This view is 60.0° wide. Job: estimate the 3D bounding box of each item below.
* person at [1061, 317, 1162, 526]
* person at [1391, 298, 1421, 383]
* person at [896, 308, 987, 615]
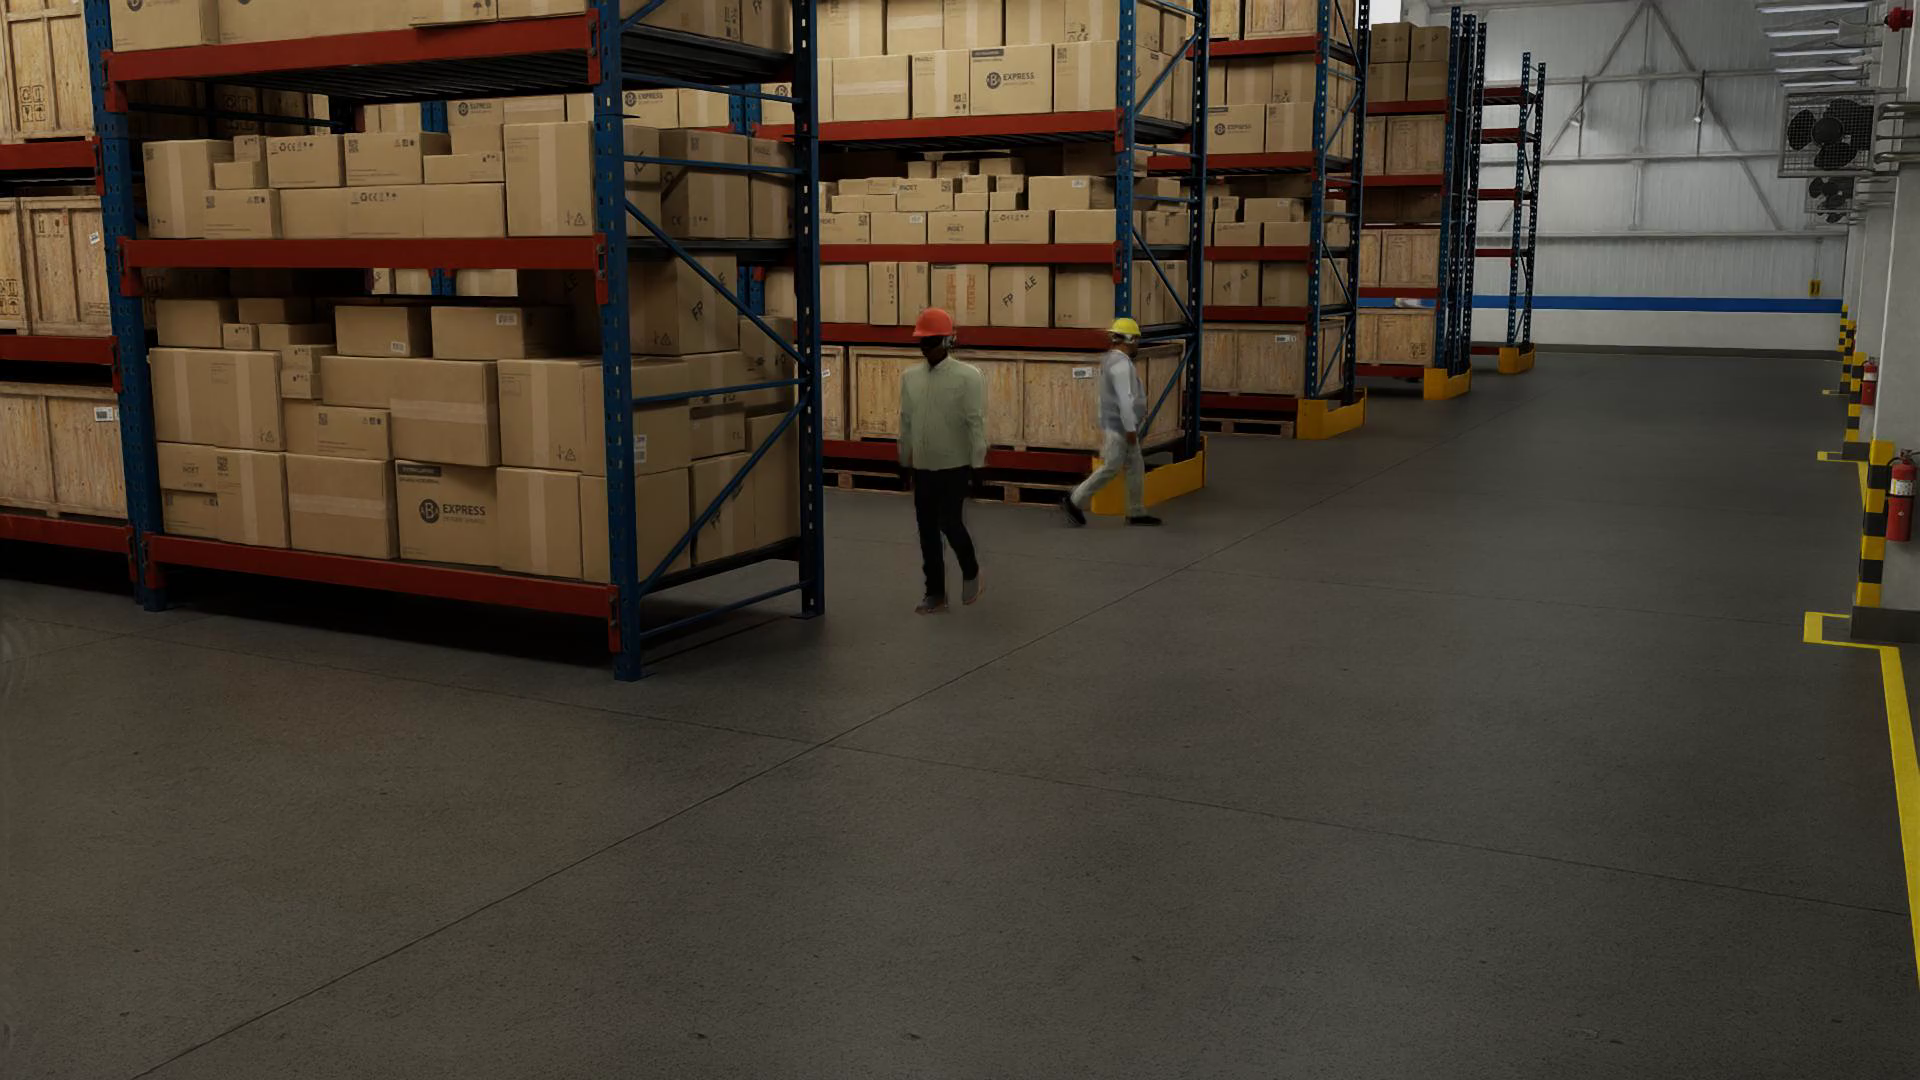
[{"bbox_3d":[1.299,-0.991,14.109,0.798,1.799,0.597,1,10,7],"label":"person"},{"bbox_3d":[8.055,-3.813,30.224,0.569,1.874,0.990,-6,12,-32],"label":"person"},{"bbox_3d":[-0.136,-0.497,10.721,0.635,1.983,0.459,6,11,30],"label":"person"}]
